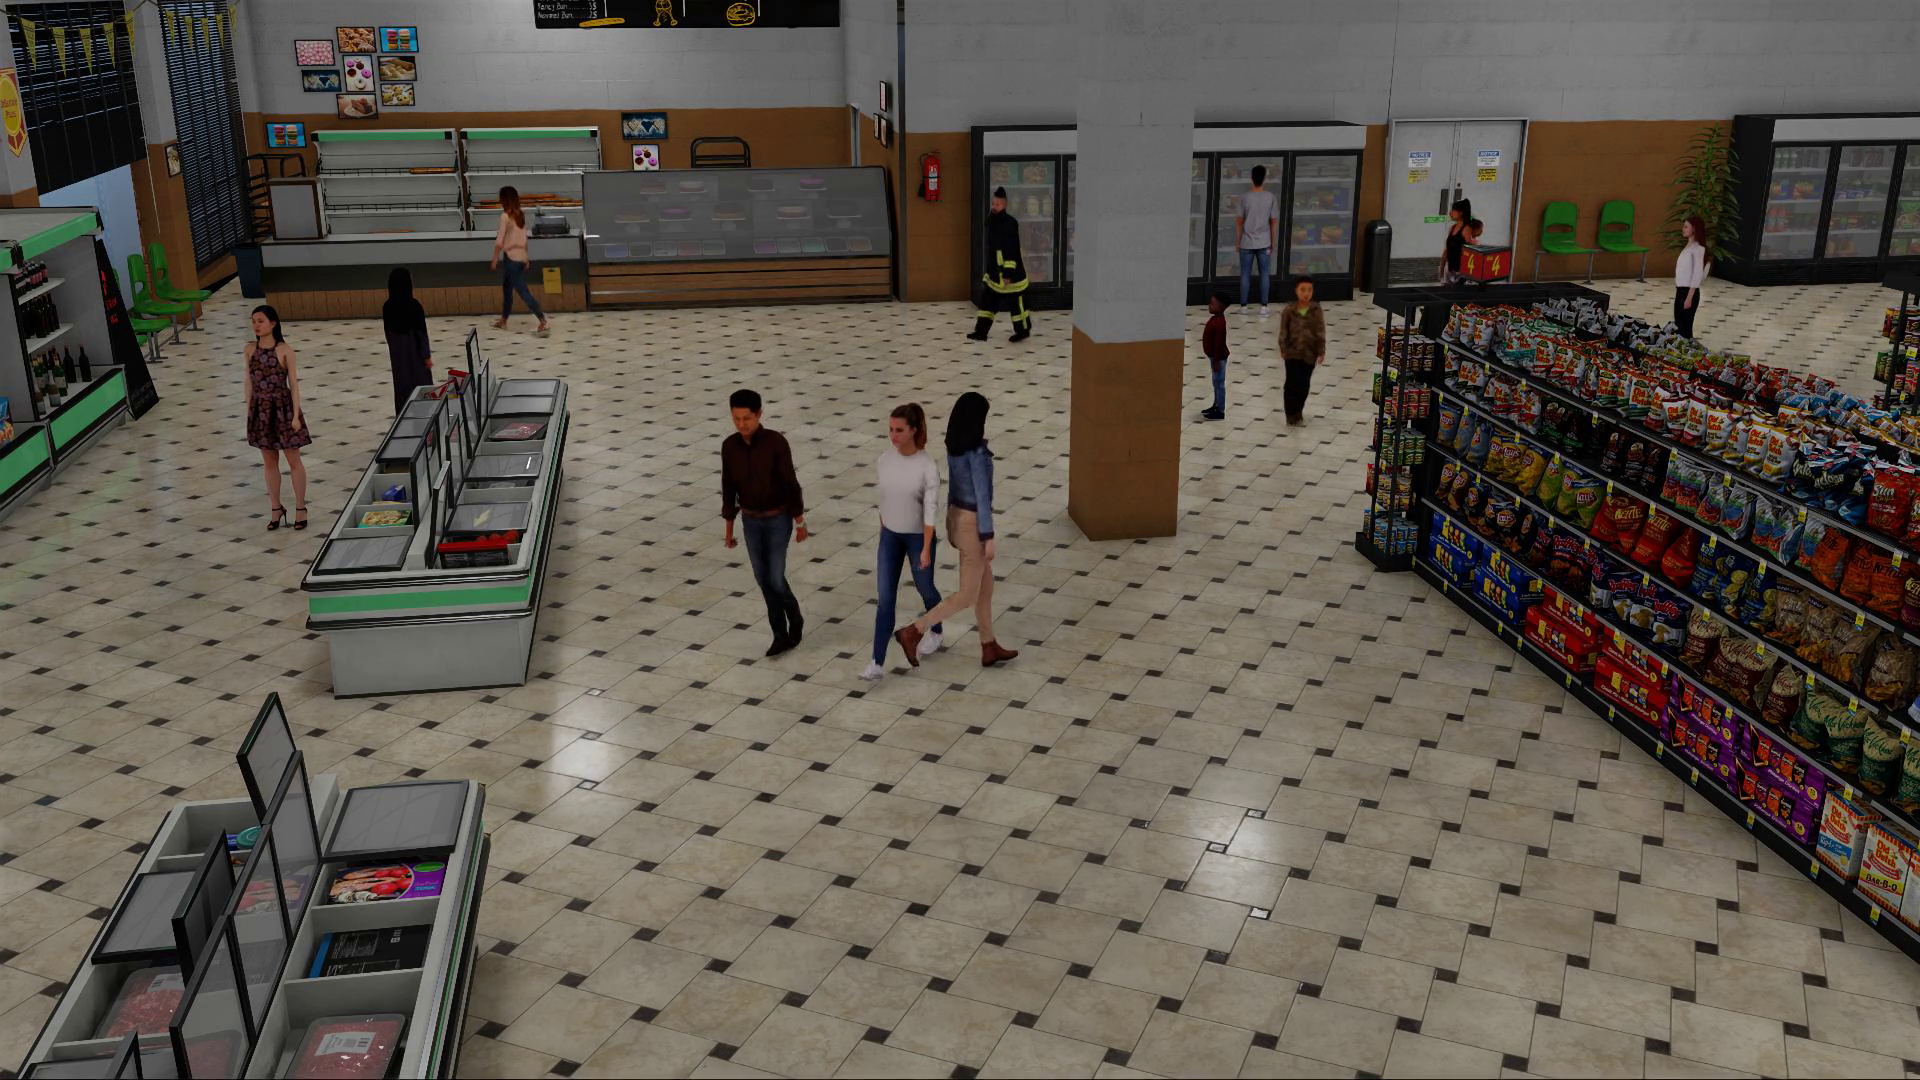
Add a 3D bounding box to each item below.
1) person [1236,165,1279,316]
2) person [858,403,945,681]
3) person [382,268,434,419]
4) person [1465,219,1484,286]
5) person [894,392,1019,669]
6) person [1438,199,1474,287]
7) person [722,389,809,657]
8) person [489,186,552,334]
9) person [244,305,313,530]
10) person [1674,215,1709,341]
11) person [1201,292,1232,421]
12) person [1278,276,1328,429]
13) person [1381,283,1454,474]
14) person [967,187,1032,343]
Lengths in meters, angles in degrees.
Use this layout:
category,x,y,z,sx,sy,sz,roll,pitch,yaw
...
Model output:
category,x,y,z,sx,sy,sz,roll,pitch,yaw
person,3.793,-3.849,21.350,0.730,1.888,0.661,2,19,5
person,-0.272,0.002,10.254,1.050,1.678,1.183,9,21,26
person,-5.129,-1.726,15.482,0.708,1.614,0.741,7,20,21
person,6.286,-3.350,20.789,0.589,1.300,0.490,-6,20,-17
person,-0.030,-0.006,10.181,0.825,1.741,1.041,-5,19,-16
person,6.052,-3.238,19.901,0.707,1.654,0.743,-6,19,-16
person,-1.193,-0.126,10.525,0.820,1.749,0.848,5,19,14
person,-5.284,-3.322,20.003,1.021,1.749,1.150,6,20,18
person,-5.308,-0.943,12.907,0.726,1.774,0.741,1,19,3
person,7.786,-2.590,17.813,0.714,1.760,0.543,3,19,8
person,2.535,-1.813,16.301,0.608,1.255,0.500,2,19,7
person,3.283,-1.821,16.045,0.668,1.434,0.894,0,19,0
person,3.987,-1.197,13.694,0.934,1.753,1.154,-15,24,-38
person,0.587,-3.216,19.561,1.128,1.831,1.164,-13,23,-34
